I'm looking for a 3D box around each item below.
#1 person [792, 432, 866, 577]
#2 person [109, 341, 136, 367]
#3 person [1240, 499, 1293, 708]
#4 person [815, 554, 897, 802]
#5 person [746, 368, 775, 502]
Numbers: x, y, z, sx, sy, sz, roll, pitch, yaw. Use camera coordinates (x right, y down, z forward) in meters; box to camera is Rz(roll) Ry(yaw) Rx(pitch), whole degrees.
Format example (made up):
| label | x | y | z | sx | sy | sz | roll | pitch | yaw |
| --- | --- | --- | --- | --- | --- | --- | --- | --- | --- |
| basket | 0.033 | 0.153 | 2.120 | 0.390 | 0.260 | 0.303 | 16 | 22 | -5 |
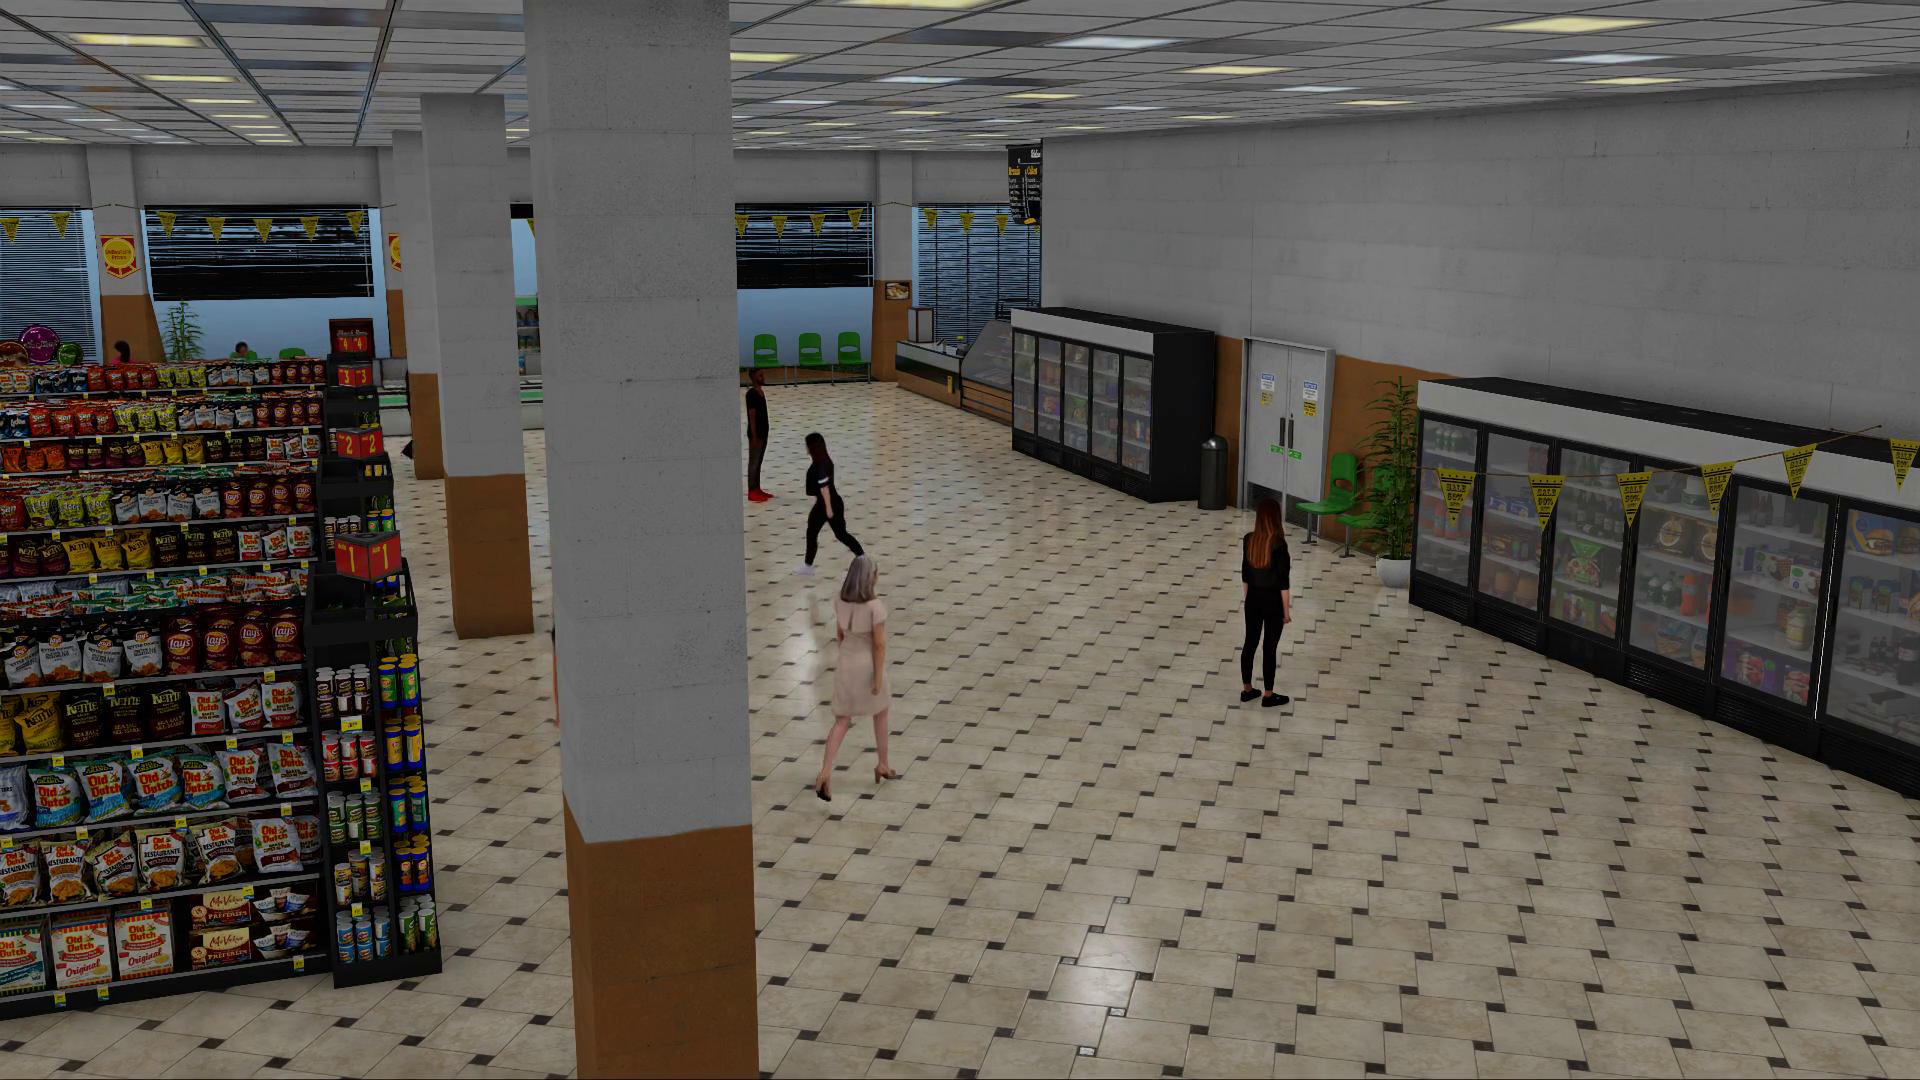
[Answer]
| label | x | y | z | sx | sy | sz | roll | pitch | yaw |
| --- | --- | --- | --- | --- | --- | --- | --- | --- | --- |
| person | -1.346 | -0.327 | 17.930 | 1.244 | 1.577 | 1.045 | 3 | 12 | 12 |
| person | -13.937 | -2.443 | 27.790 | 1.100 | 1.655 | 0.911 | -10 | 15 | -39 |
| person | 2.489 | 0.505 | 13.648 | 0.648 | 1.713 | 0.667 | -11 | 16 | -42 |
| person | -0.744 | 0.978 | 11.437 | 1.103 | 1.698 | 1.188 | 6 | 13 | 26 |
| person | -2.782 | -1.454 | 22.730 | 0.719 | 1.805 | 0.720 | 2 | 12 | 11 |
